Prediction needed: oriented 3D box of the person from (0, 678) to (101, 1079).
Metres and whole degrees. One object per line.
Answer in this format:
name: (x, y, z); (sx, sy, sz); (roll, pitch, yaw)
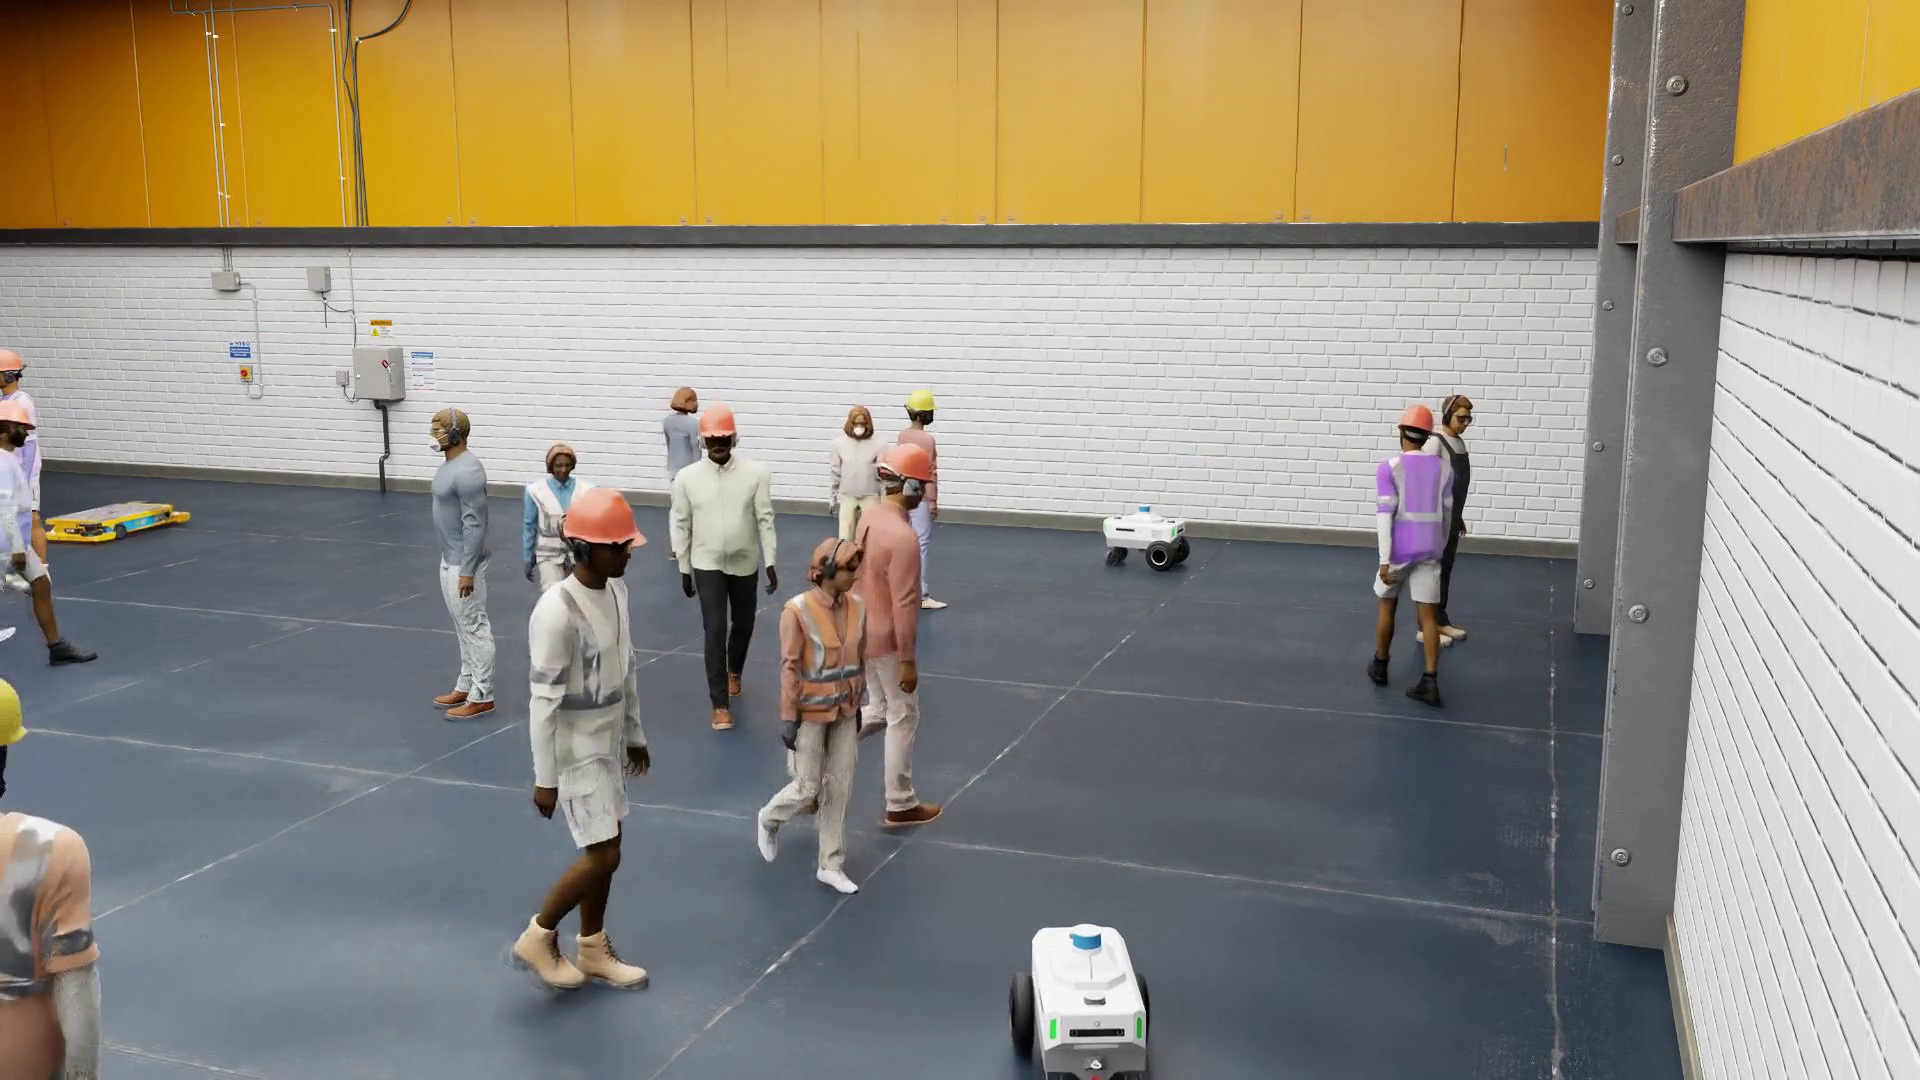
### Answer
person: (-2.408, 1.270, 4.053); (0.599, 1.904, 0.707); (-2, 10, -12)

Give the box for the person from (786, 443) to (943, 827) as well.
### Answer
person: (-0.452, 0.502, 8.242); (0.752, 1.957, 0.647); (-4, 11, -23)

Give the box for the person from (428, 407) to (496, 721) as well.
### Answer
person: (-3.091, 0.142, 10.305); (0.372, 1.940, 0.627); (-5, 11, -27)

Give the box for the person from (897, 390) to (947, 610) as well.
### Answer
person: (-0.328, -0.327, 13.434); (0.328, 1.769, 0.526); (-6, 12, -31)

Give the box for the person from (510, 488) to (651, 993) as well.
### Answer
person: (-1.409, 0.795, 6.402); (0.489, 2.020, 0.648); (2, 10, 10)

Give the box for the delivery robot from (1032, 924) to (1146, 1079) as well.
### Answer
delivery robot: (0.441, 1.587, 5.804); (0.477, 0.478, 0.707); (0, 10, -2)

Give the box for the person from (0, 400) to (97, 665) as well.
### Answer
person: (-6.608, -0.015, 11.389); (1.009, 1.881, 0.556); (-4, 11, -22)

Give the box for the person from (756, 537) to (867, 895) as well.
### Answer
person: (-0.662, 0.781, 7.587); (0.533, 1.614, 0.526); (-10, 14, -43)

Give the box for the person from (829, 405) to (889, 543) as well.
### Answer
person: (-0.822, -0.330, 13.854); (0.530, 1.616, 0.423); (1, 10, 6)

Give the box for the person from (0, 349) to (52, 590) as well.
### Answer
person: (-8.054, -0.600, 14.189); (0.379, 2.045, 0.605); (-9, 13, -40)

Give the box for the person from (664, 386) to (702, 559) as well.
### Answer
person: (-2.535, -0.626, 15.550); (0.502, 1.617, 0.493); (7, 12, 35)

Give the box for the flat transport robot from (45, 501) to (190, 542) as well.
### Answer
flat transport robot: (-8.591, -0.197, 16.910); (0.652, 0.197, 1.431); (2, 10, 12)

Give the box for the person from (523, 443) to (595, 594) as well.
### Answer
person: (-2.731, 0.117, 11.420); (0.524, 1.600, 0.860); (-5, 11, -26)

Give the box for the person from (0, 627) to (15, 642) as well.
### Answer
person: (-7.198, -0.060, 11.642); (0.977, 1.863, 0.616); (-7, 12, -33)

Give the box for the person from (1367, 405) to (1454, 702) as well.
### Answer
person: (2.936, 0.072, 10.840); (0.567, 1.877, 0.930); (-2, 10, -9)

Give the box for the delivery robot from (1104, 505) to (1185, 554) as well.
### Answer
delivery robot: (1.680, -0.081, 15.193); (0.707, 0.478, 0.477); (5, 11, 25)

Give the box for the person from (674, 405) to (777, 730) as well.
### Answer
person: (-1.467, 0.120, 10.377); (0.605, 1.963, 0.944); (-3, 10, -14)

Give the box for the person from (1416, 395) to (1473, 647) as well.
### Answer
person: (3.575, -0.150, 12.237); (0.343, 1.839, 0.506); (8, 13, 38)
